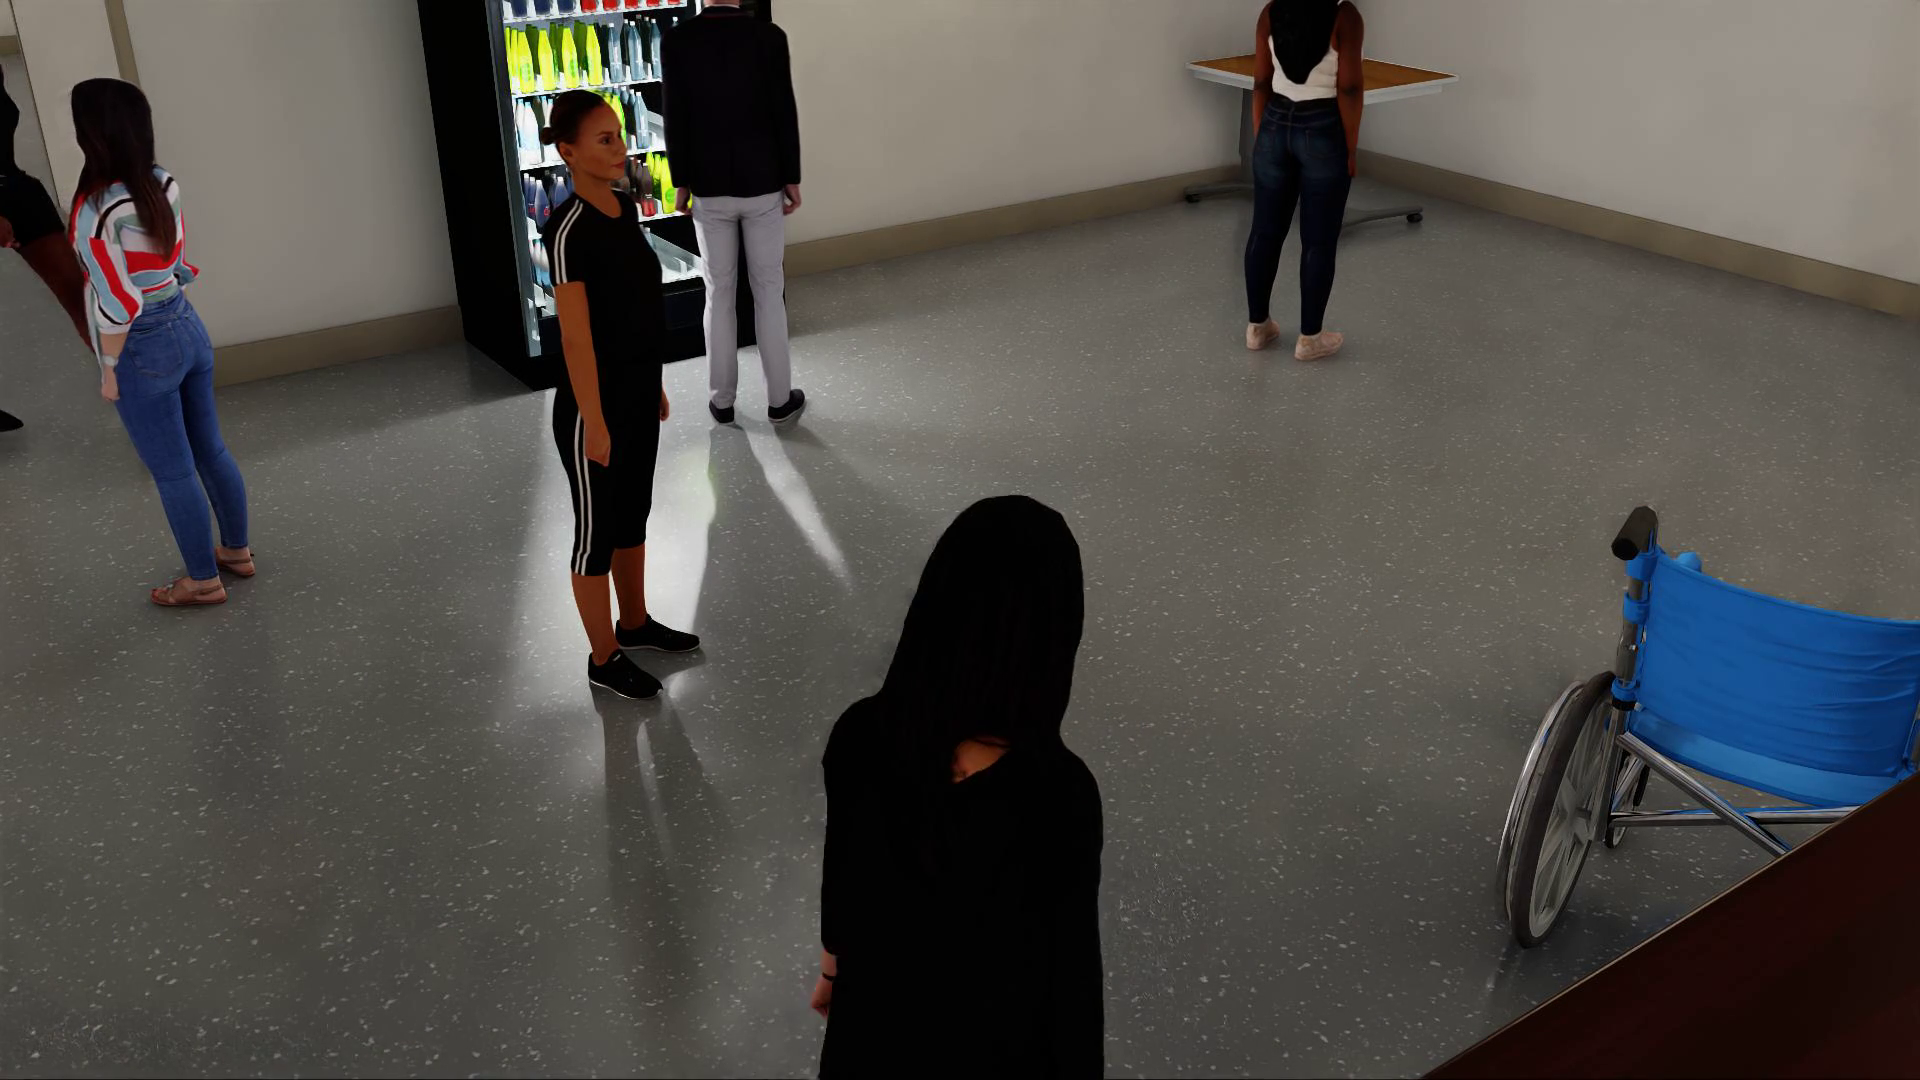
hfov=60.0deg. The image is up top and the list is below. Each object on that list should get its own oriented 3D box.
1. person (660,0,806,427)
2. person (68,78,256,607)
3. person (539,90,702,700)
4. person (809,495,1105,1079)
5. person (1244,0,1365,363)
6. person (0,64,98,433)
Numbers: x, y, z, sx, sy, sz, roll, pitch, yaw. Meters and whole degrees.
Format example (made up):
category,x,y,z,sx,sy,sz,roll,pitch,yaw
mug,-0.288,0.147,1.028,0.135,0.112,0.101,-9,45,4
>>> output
category,x,y,z,sx,sy,sz,roll,pitch,yaw
person,-0.856,-1.338,6.335,0.692,1.844,0.800,0,26,-1
person,-2.418,-0.578,5.020,0.718,1.615,0.660,4,26,9
person,-0.966,-0.391,4.570,0.726,1.669,0.651,7,27,14
person,-0.044,0.759,2.254,0.967,1.609,1.093,10,27,20
person,1.457,-1.676,7.077,0.713,1.807,0.695,19,32,34
person,-3.658,-1.164,6.147,1.159,1.693,1.102,5,26,10
